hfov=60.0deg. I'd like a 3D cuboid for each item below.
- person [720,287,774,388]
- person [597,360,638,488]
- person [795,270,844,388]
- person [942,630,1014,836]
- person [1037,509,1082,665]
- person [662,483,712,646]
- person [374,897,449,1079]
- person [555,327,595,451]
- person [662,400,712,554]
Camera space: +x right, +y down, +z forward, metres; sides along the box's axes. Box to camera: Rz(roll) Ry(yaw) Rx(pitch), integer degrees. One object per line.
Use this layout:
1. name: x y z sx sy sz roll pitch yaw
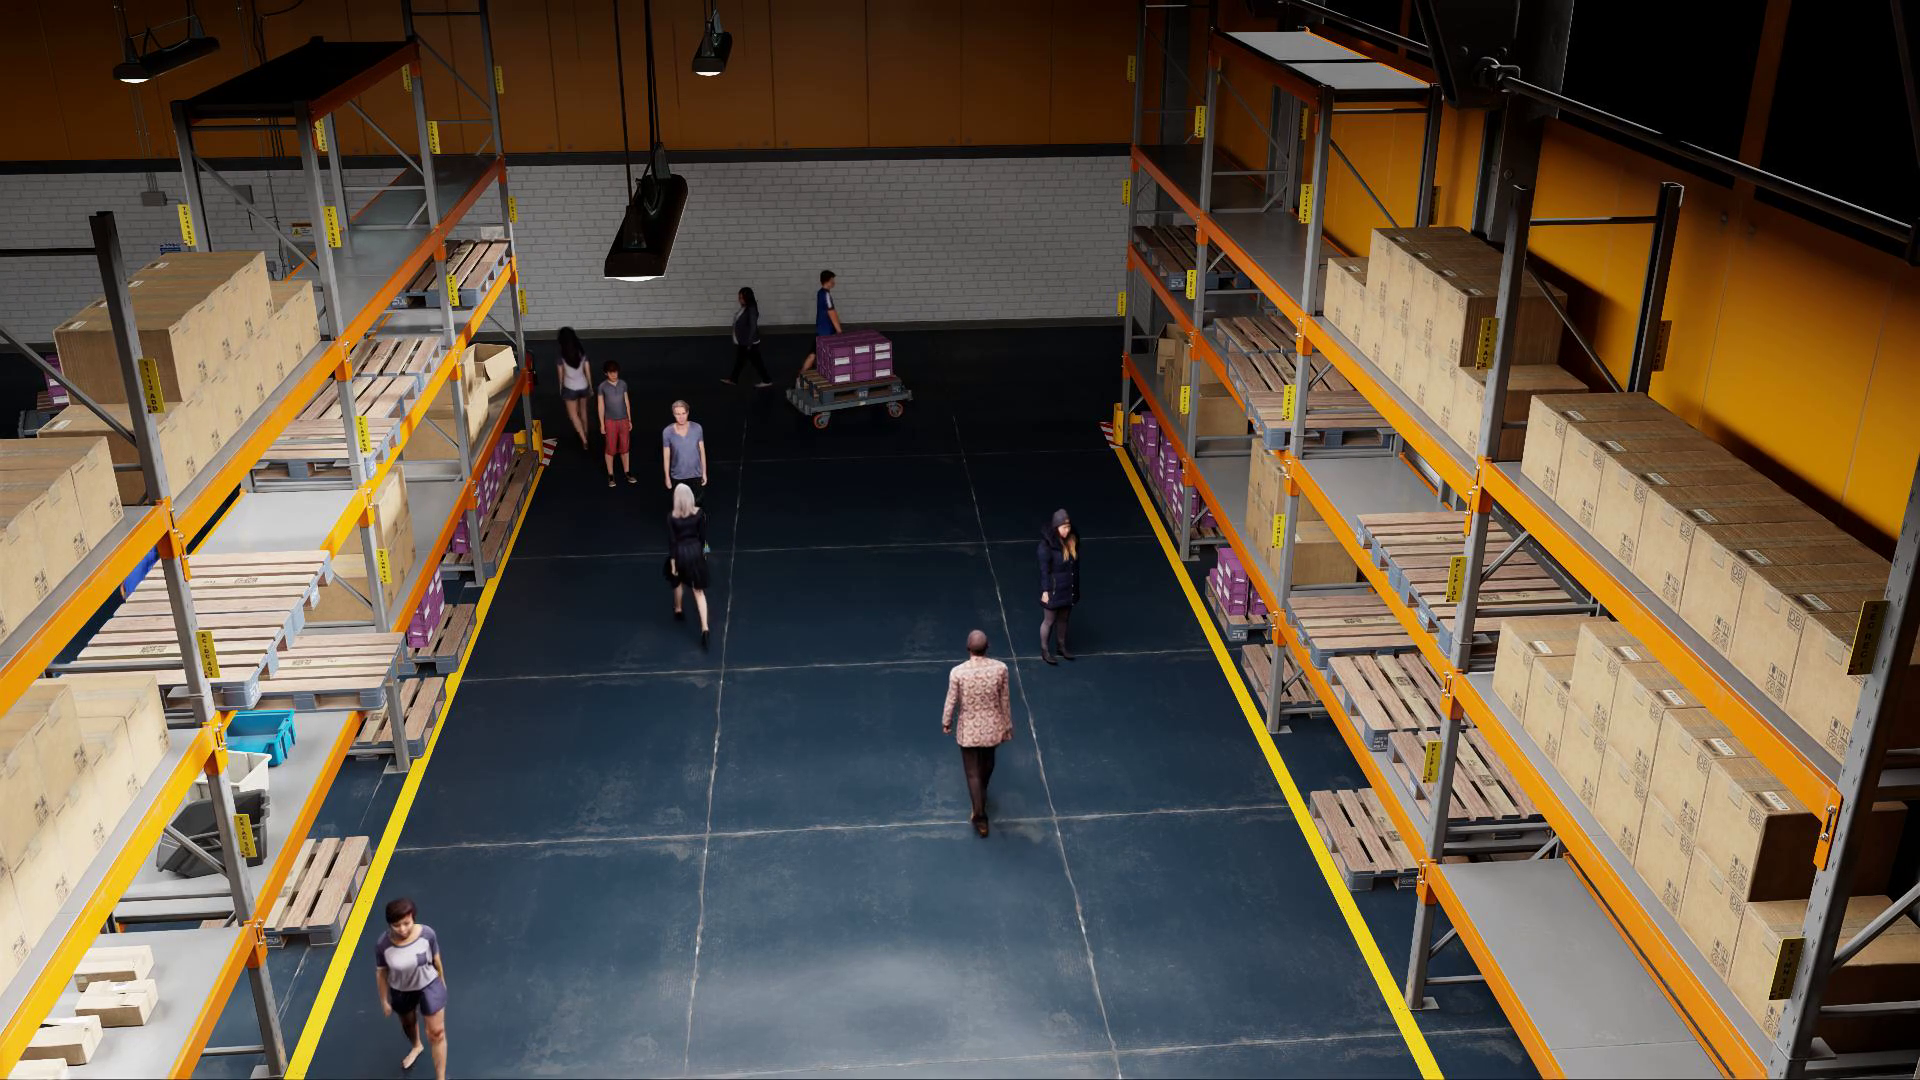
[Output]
1. person: -3.082 -2.999 24.926 0.928 1.559 1.041 -7 25 -17
2. person: -4.441 -1.527 21.443 0.655 1.651 0.654 -13 27 -26
3. person: -2.107 -3.100 24.839 0.781 1.812 1.243 -5 24 -11
4. person: 0.183 1.652 14.018 0.859 1.772 1.155 -6 24 -14
5. person: 0.998 0.455 16.877 0.781 1.675 0.814 -17 29 -34
6. person: -2.778 0.284 17.252 0.913 1.690 1.258 -12 26 -25
7. person: -3.696 2.997 11.249 0.693 1.526 0.942 -6 24 -14
8. person: -5.217 -2.031 22.563 0.938 1.677 1.098 -15 28 -31
9. person: -3.177 -0.738 19.347 0.694 1.883 0.652 -8 25 -18
